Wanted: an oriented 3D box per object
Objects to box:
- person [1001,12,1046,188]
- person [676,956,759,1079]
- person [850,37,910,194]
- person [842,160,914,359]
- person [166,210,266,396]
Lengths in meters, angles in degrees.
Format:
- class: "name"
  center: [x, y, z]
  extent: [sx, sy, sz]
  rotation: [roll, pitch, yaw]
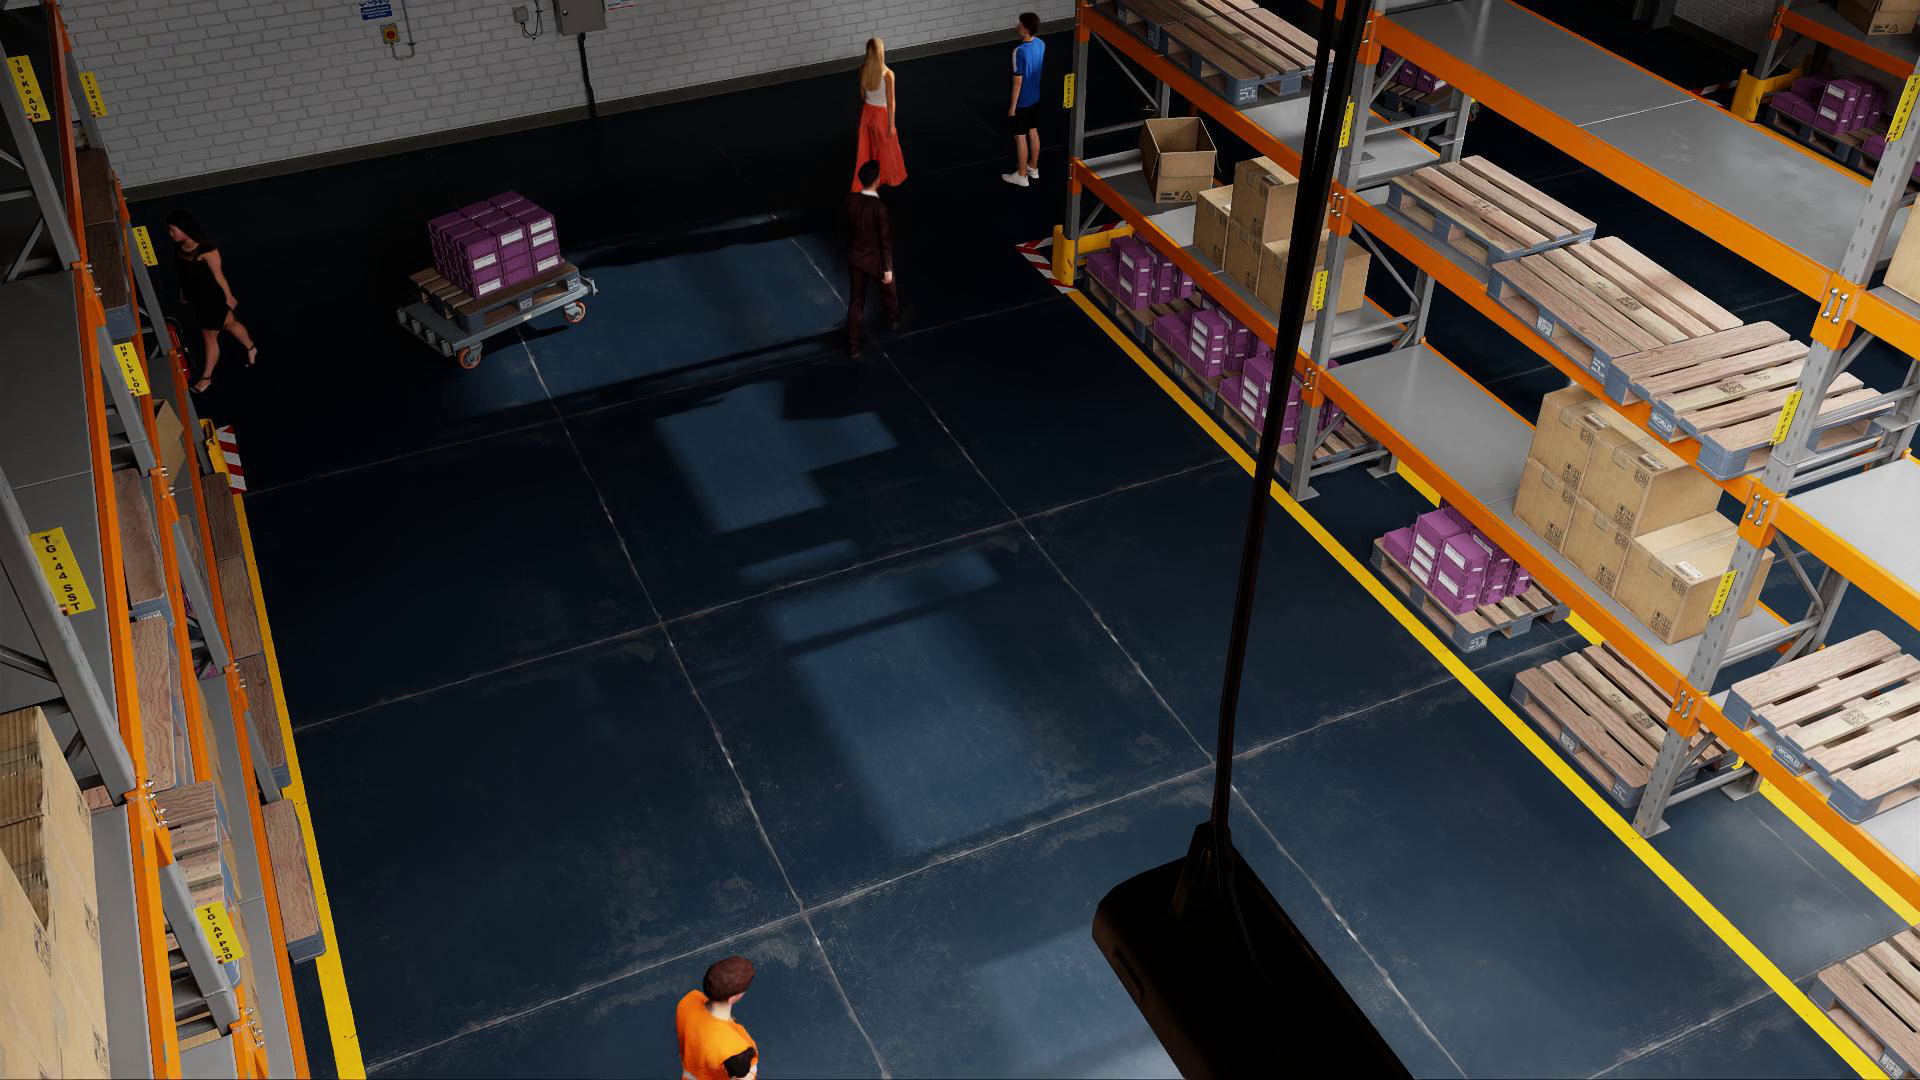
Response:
- class: "person"
  center: [0.696, -4.695, 17.668]
  extent: [0.751, 1.864, 0.747]
  rotation: [24, 44, 27]
- class: "person"
  center: [-1.248, 2.823, 8.265]
  extent: [1.032, 1.851, 1.023]
  rotation: [23, 44, 26]
- class: "person"
  center: [-0.925, -4.266, 17.224]
  extent: [1.296, 1.748, 1.189]
  rotation: [21, 43, 25]
- class: "person"
  center: [-0.860, -2.469, 14.917]
  extent: [1.205, 1.817, 1.176]
  rotation: [19, 42, 22]
- class: "person"
  center: [-6.514, -2.151, 14.634]
  extent: [1.093, 1.675, 1.026]
  rotation: [25, 45, 28]
